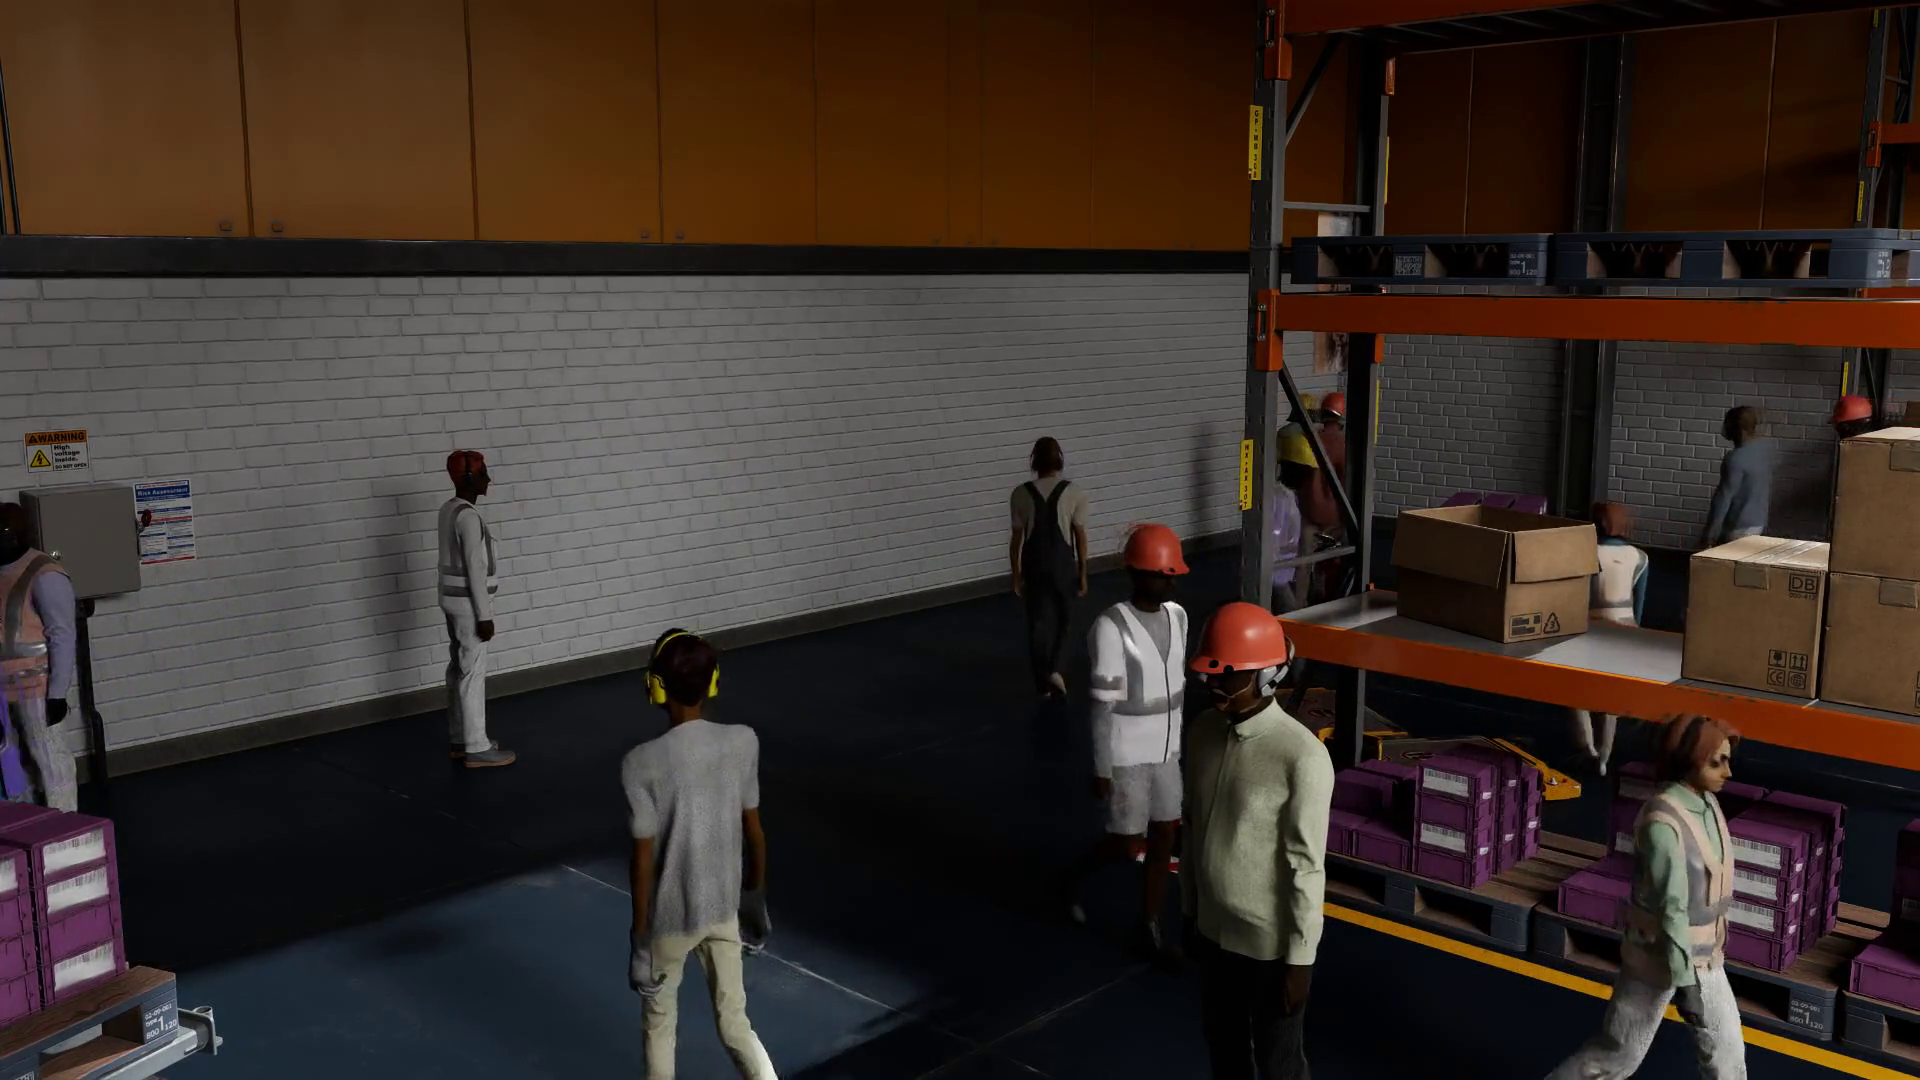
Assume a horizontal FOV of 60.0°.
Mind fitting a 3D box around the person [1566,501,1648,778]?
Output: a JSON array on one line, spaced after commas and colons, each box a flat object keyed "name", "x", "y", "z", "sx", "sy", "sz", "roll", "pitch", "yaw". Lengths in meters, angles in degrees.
[{"name": "person", "x": 3.717, "y": 0.580, "z": 9.649, "sx": 0.521, "sy": 1.624, "sz": 0.355, "roll": -1, "pitch": 9, "yaw": -6}]

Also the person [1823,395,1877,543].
[{"name": "person", "x": 6.833, "y": -0.095, "z": 12.608, "sx": 0.806, "sy": 2.012, "sz": 0.625, "roll": 1, "pitch": 9, "yaw": 7}]

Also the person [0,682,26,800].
[{"name": "person", "x": -3.851, "y": 1.012, "z": 6.356, "sx": 0.593, "sy": 1.825, "sz": 0.469, "roll": 7, "pitch": 12, "yaw": 38}]

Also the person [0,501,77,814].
[{"name": "person", "x": -4.587, "y": 0.721, "z": 8.112, "sx": 0.625, "sy": 1.840, "sz": 0.430, "roll": 4, "pitch": 10, "yaw": 25}]

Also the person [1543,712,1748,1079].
[{"name": "person", "x": 2.200, "y": 1.305, "z": 5.255, "sx": 0.500, "sy": 1.601, "sz": 0.829, "roll": -9, "pitch": 13, "yaw": -42}]

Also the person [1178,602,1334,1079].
[{"name": "person", "x": 0.850, "y": 1.159, "z": 4.994, "sx": 0.404, "sy": 1.987, "sz": 0.608, "roll": -6, "pitch": 11, "yaw": -31}]

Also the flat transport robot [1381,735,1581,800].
[{"name": "flat transport robot", "x": 2.668, "y": 1.299, "z": 9.357, "sx": 1.431, "sy": 0.197, "sz": 0.652, "roll": -2, "pitch": 9, "yaw": -10}]

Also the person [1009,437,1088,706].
[{"name": "person", "x": 0.596, "y": 0.220, "z": 11.184, "sx": 0.534, "sy": 1.836, "sz": 0.416, "roll": 1, "pitch": 9, "yaw": 8}]

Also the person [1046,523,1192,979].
[{"name": "person", "x": 0.707, "y": 0.860, "z": 7.046, "sx": 0.542, "sy": 1.920, "sz": 0.652, "roll": -8, "pitch": 12, "yaw": -41}]

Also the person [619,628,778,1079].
[{"name": "person", "x": -0.797, "y": 1.194, "z": 5.231, "sx": 0.527, "sy": 1.843, "sz": 0.872, "roll": -7, "pitch": 12, "yaw": -38}]

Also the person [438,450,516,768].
[{"name": "person", "x": -2.917, "y": 0.405, "z": 9.910, "sx": 0.359, "sy": 1.883, "sz": 0.573, "roll": -6, "pitch": 11, "yaw": -30}]

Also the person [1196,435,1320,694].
[{"name": "person", "x": 2.032, "y": 0.224, "z": 11.074, "sx": 0.869, "sy": 1.882, "sz": 0.587, "roll": 2, "pitch": 9, "yaw": 9}]

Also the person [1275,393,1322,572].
[{"name": "person", "x": 3.328, "y": -0.561, "z": 16.260, "sx": 0.492, "sy": 1.742, "sz": 0.321, "roll": 4, "pitch": 10, "yaw": 22}]

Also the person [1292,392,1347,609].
[{"name": "person", "x": 3.034, "y": -0.230, "z": 13.605, "sx": 0.618, "sy": 1.946, "sz": 0.991, "roll": 8, "pitch": 12, "yaw": 40}]

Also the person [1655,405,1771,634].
[{"name": "person", "x": 5.955, "y": -0.099, "z": 12.965, "sx": 0.989, "sy": 1.889, "sz": 0.659, "roll": 8, "pitch": 12, "yaw": 41}]

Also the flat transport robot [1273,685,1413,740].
[{"name": "flat transport robot", "x": 2.220, "y": 1.143, "z": 10.313, "sx": 0.652, "sy": 0.197, "sz": 1.431, "roll": -2, "pitch": 9, "yaw": -10}]
